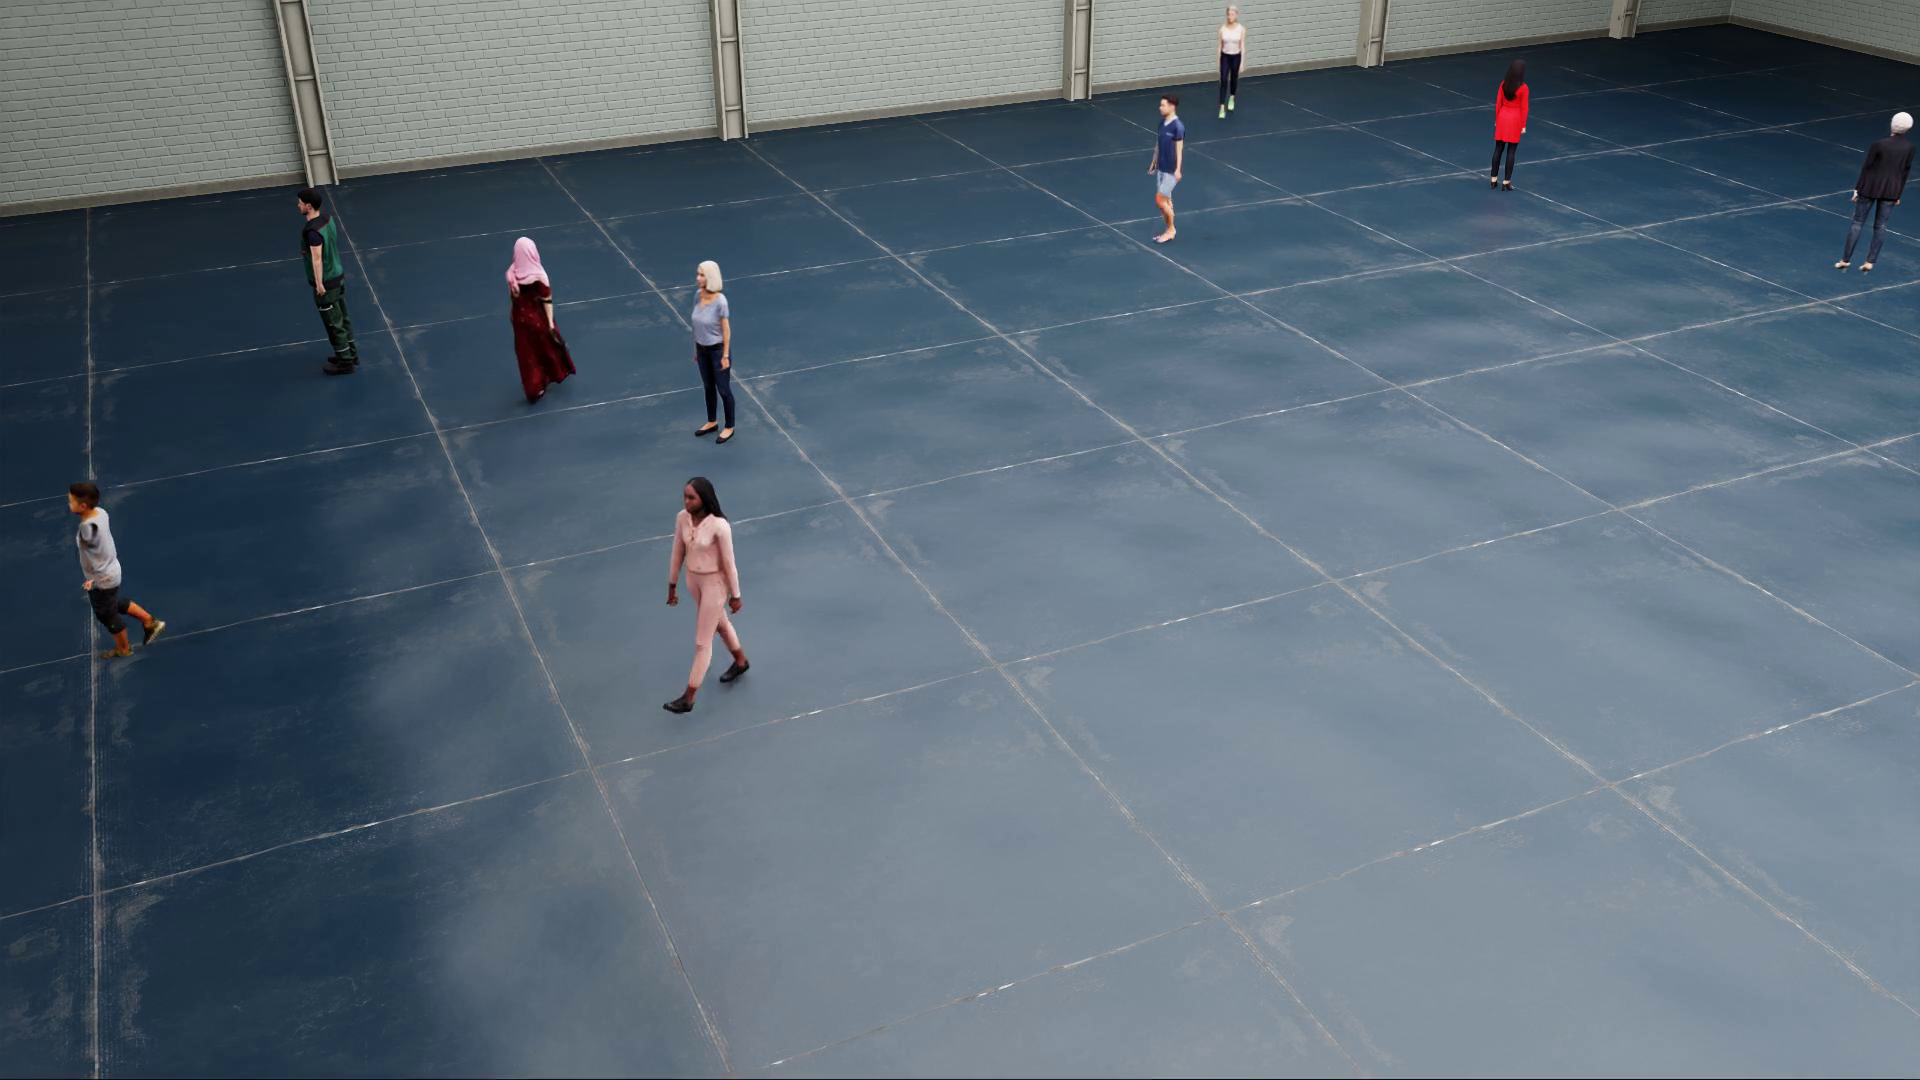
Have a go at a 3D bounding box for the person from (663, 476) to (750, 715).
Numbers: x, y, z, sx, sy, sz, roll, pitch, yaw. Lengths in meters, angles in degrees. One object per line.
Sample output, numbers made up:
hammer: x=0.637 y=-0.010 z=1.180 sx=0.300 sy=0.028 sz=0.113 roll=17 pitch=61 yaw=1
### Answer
person: x=-1.674 y=0.320 z=11.523 sx=0.984 sy=1.676 sz=1.227 roll=20 pitch=34 yaw=32

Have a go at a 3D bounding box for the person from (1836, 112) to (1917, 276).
person: x=9.849 y=-3.747 z=17.891 sx=0.817 sy=1.782 sz=0.794 roll=8 pitch=29 yaw=15

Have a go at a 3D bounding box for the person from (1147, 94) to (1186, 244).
person: x=2.660 y=-4.604 z=20.602 sx=0.621 sy=1.835 sz=0.653 roll=-11 pitch=30 yaw=-19

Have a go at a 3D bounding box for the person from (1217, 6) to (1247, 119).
person: x=4.315 y=-7.596 z=26.407 sx=1.176 sy=1.659 sz=1.107 roll=5 pitch=28 yaw=9

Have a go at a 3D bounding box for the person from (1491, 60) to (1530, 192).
person: x=7.489 y=-5.654 z=22.665 sx=0.706 sy=1.749 sz=0.718 roll=25 pitch=37 yaw=38

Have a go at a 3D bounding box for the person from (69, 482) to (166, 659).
person: x=-6.144 y=0.186 z=12.021 sx=0.746 sy=1.446 sz=0.624 roll=-8 pitch=29 yaw=-14

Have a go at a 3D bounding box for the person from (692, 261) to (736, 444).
person: x=-2.272 y=-1.756 z=15.373 sx=0.648 sy=1.722 sz=0.640 roll=22 pitch=35 yaw=35

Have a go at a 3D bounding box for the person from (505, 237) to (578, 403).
person: x=-4.182 y=-2.121 z=16.152 sx=1.045 sy=1.635 sz=1.075 roll=7 pitch=29 yaw=13

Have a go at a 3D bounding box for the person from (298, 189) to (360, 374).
person: x=-6.400 y=-2.638 z=16.840 sx=0.714 sy=1.900 sz=0.739 roll=-1 pitch=28 yaw=-2
